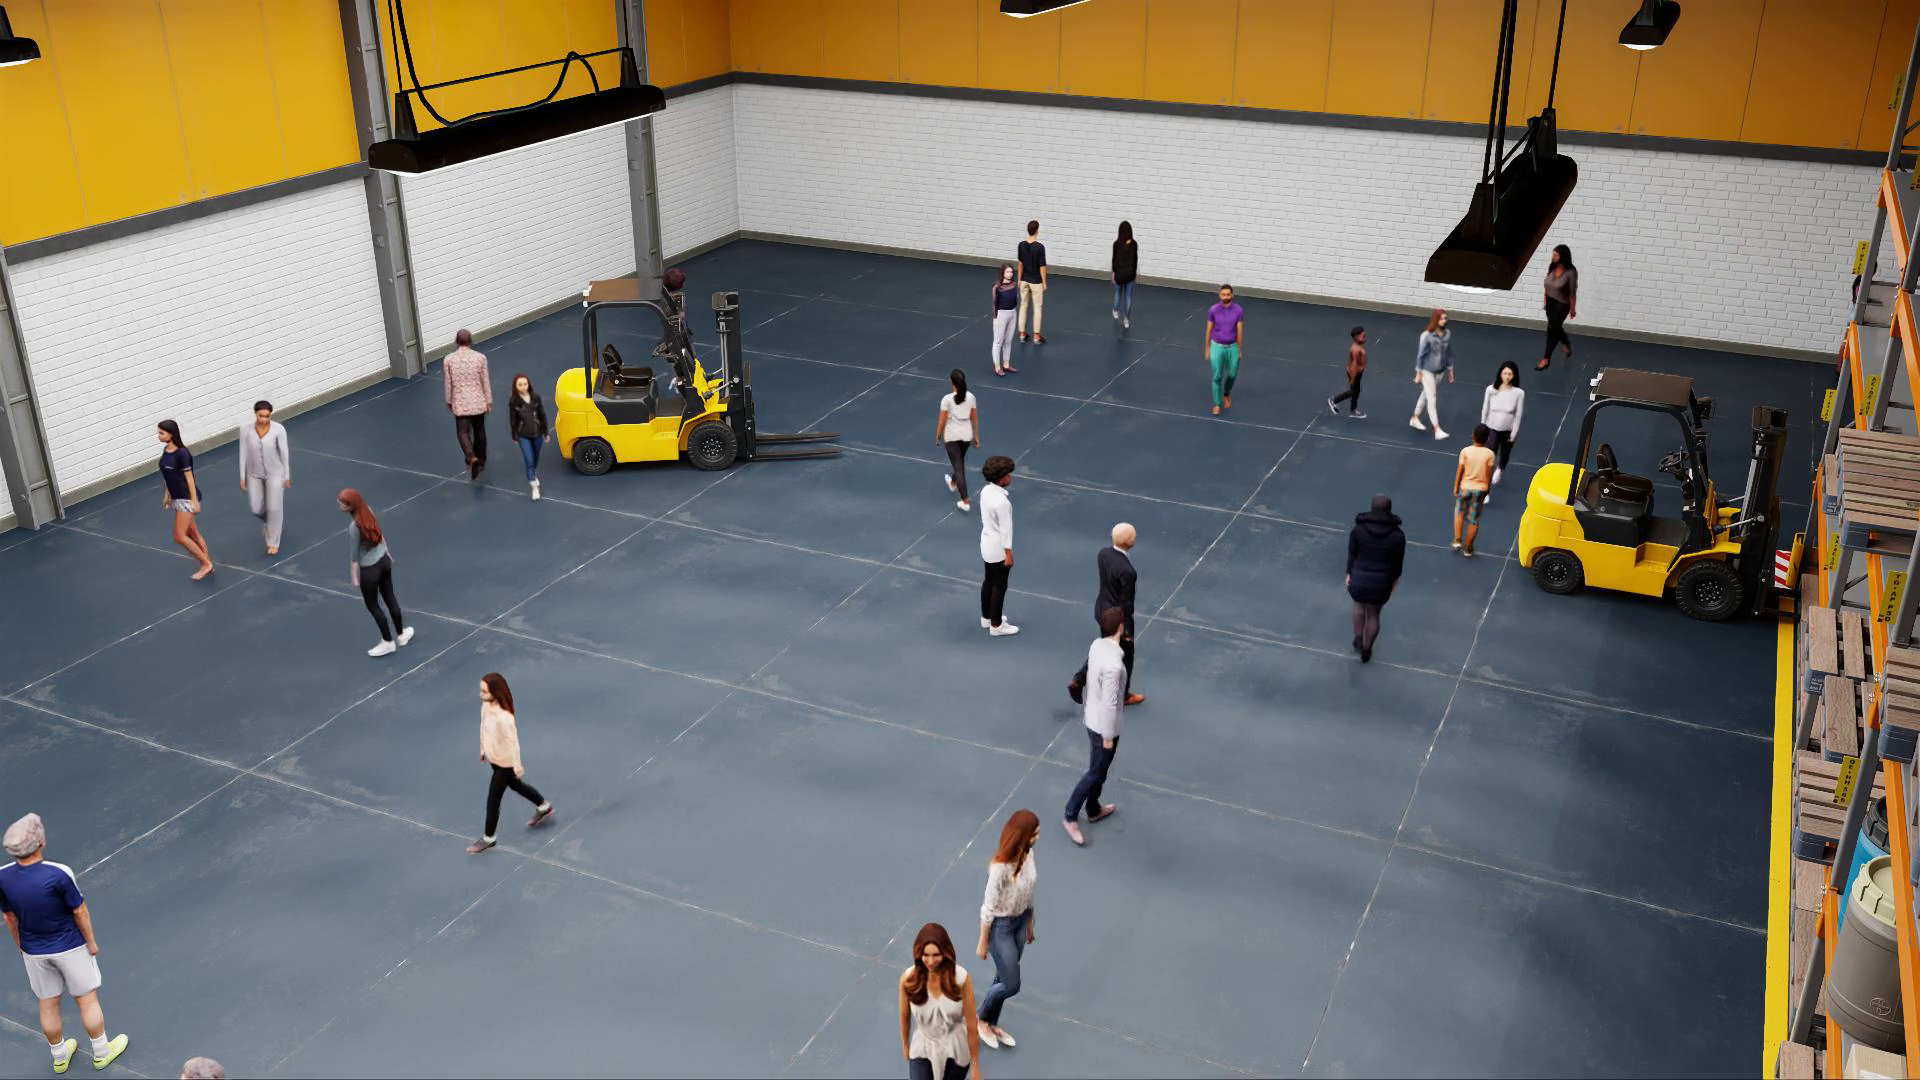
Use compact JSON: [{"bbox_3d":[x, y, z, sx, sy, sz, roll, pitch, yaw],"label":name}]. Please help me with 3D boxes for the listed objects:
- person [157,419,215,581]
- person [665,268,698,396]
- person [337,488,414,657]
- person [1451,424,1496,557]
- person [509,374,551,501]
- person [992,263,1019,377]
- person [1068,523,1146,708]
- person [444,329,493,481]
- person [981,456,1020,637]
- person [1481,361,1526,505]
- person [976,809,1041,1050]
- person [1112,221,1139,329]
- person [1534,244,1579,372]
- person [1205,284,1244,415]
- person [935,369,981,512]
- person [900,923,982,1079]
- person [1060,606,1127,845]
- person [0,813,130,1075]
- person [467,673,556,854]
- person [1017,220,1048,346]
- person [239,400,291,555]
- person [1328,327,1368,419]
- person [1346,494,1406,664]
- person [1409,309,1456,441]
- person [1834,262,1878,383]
[{"bbox_3d":[-7.953,-0.438,17.246,0.661,1.754,0.691,22,32,40],"label":"person"},{"bbox_3d":[-3.881,-2.800,22.614,0.757,1.781,0.698,-19,30,-37],"label":"person"},{"bbox_3d":[-5.486,0.260,15.693,0.862,1.718,0.573,9,25,21],"label":"person"},{"bbox_3d":[5.487,-0.510,17.791,0.548,1.449,0.596,8,25,18],"label":"person"},{"bbox_3d":[-5.052,-1.258,19.503,0.971,1.448,0.953,-13,27,-27],"label":"person"},{"bbox_3d":[0.647,-3.142,23.614,0.602,1.607,0.732,-20,30,-38],"label":"person"},{"bbox_3d":[1.298,0.692,14.620,1.113,1.785,1.000,-12,27,-26],"label":"person"},{"bbox_3d":[-5.855,-1.596,19.859,1.073,1.782,1.108,-10,26,-22],"label":"person"},{"bbox_3d":[0.355,0.042,16.081,0.760,1.807,0.709,-9,25,-20],"label":"person"},{"bbox_3d":[6.289,-1.291,19.315,0.676,1.659,1.148,9,25,19],"label":"person"},{"bbox_3d":[0.235,2.465,10.669,0.730,1.702,0.596,21,31,40],"label":"person"},{"bbox_3d":[2.564,-4.097,25.789,0.854,1.615,1.079,0,24,1],"label":"person"},{"bbox_3d":[8.640,-3.327,23.801,1.260,1.796,1.117,-14,27,-28],"label":"person"},{"bbox_3d":[3.507,-2.560,22.094,0.749,1.758,0.793,2,24,6],"label":"person"},{"bbox_3d":[0.016,-1.107,18.974,1.087,1.596,1.089,-11,26,-24],"label":"person"},{"bbox_3d":[-0.104,2.912,9.601,0.944,1.738,1.203,-1,24,-2],"label":"person"},{"bbox_3d":[1.077,1.425,12.914,1.015,1.810,0.915,1,24,3],"label":"person"},{"bbox_3d":[-5.647,2.520,10.372,0.723,1.839,0.733,-2,24,-5],"label":"person"},{"bbox_3d":[-3.455,1.671,12.803,1.074,1.447,0.867,-17,29,-34],"label":"person"},{"bbox_3d":[1.075,-3.872,24.977,0.650,1.853,0.554,14,27,28],"label":"person"},{"bbox_3d":[-7.483,-0.731,17.970,0.923,1.709,0.988,-3,24,-7],"label":"person"},{"bbox_3d":[5.147,-2.210,21.934,0.631,1.245,0.692,8,25,17],"label":"person"},{"bbox_3d":[3.831,0.378,15.490,0.710,1.664,0.727,7,25,15],"label":"person"},{"bbox_3d":[5.987,-2.142,21.265,1.089,1.656,1.114,-11,26,-23],"label":"person"},{"bbox_3d":[12.600,-3.103,23.346,0.715,1.751,0.578,1,24,3],"label":"person"}]
